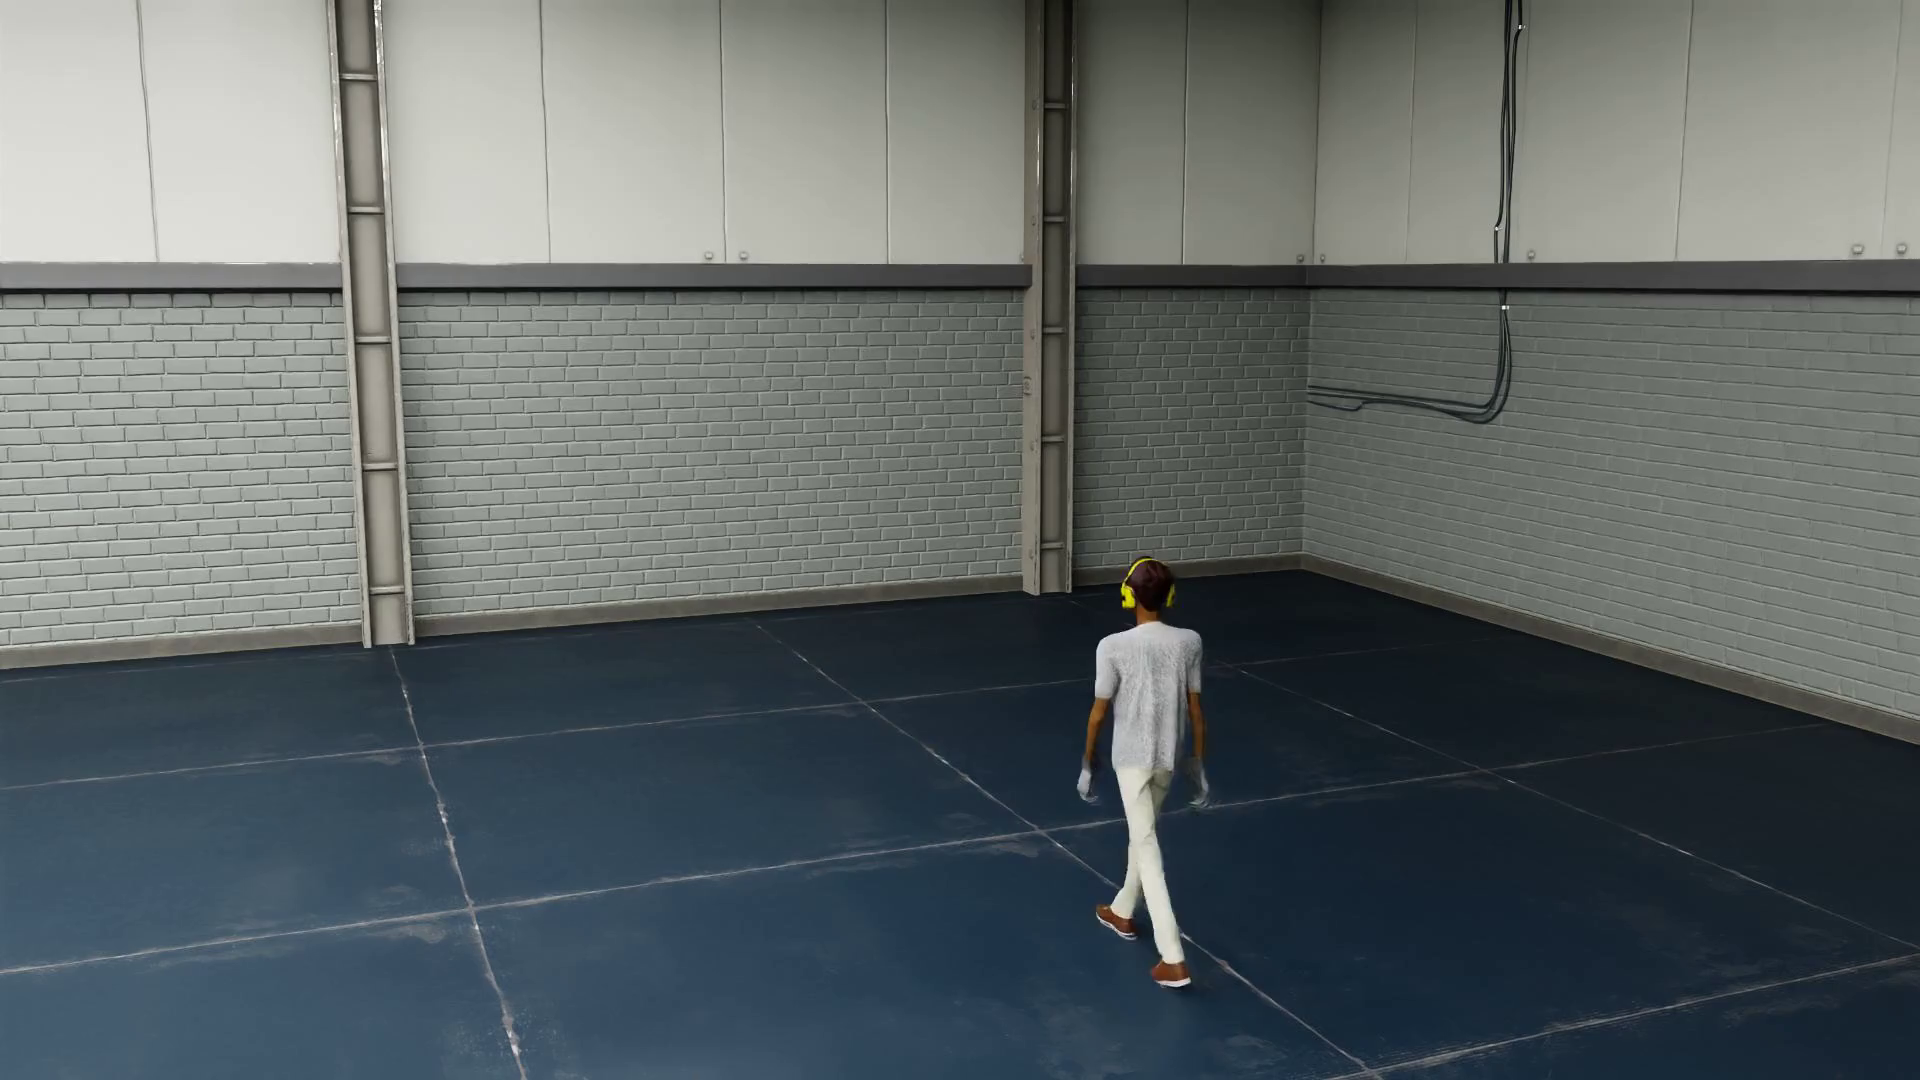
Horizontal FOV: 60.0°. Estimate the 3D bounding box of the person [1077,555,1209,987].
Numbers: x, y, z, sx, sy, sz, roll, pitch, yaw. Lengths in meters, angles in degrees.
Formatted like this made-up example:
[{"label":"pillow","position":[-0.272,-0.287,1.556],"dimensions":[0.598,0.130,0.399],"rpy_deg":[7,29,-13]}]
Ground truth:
[{"label":"person","position":[0.808,0.978,7.280],"dimensions":[0.538,1.827,0.967],"rpy_deg":[-3,10,-21]}]
